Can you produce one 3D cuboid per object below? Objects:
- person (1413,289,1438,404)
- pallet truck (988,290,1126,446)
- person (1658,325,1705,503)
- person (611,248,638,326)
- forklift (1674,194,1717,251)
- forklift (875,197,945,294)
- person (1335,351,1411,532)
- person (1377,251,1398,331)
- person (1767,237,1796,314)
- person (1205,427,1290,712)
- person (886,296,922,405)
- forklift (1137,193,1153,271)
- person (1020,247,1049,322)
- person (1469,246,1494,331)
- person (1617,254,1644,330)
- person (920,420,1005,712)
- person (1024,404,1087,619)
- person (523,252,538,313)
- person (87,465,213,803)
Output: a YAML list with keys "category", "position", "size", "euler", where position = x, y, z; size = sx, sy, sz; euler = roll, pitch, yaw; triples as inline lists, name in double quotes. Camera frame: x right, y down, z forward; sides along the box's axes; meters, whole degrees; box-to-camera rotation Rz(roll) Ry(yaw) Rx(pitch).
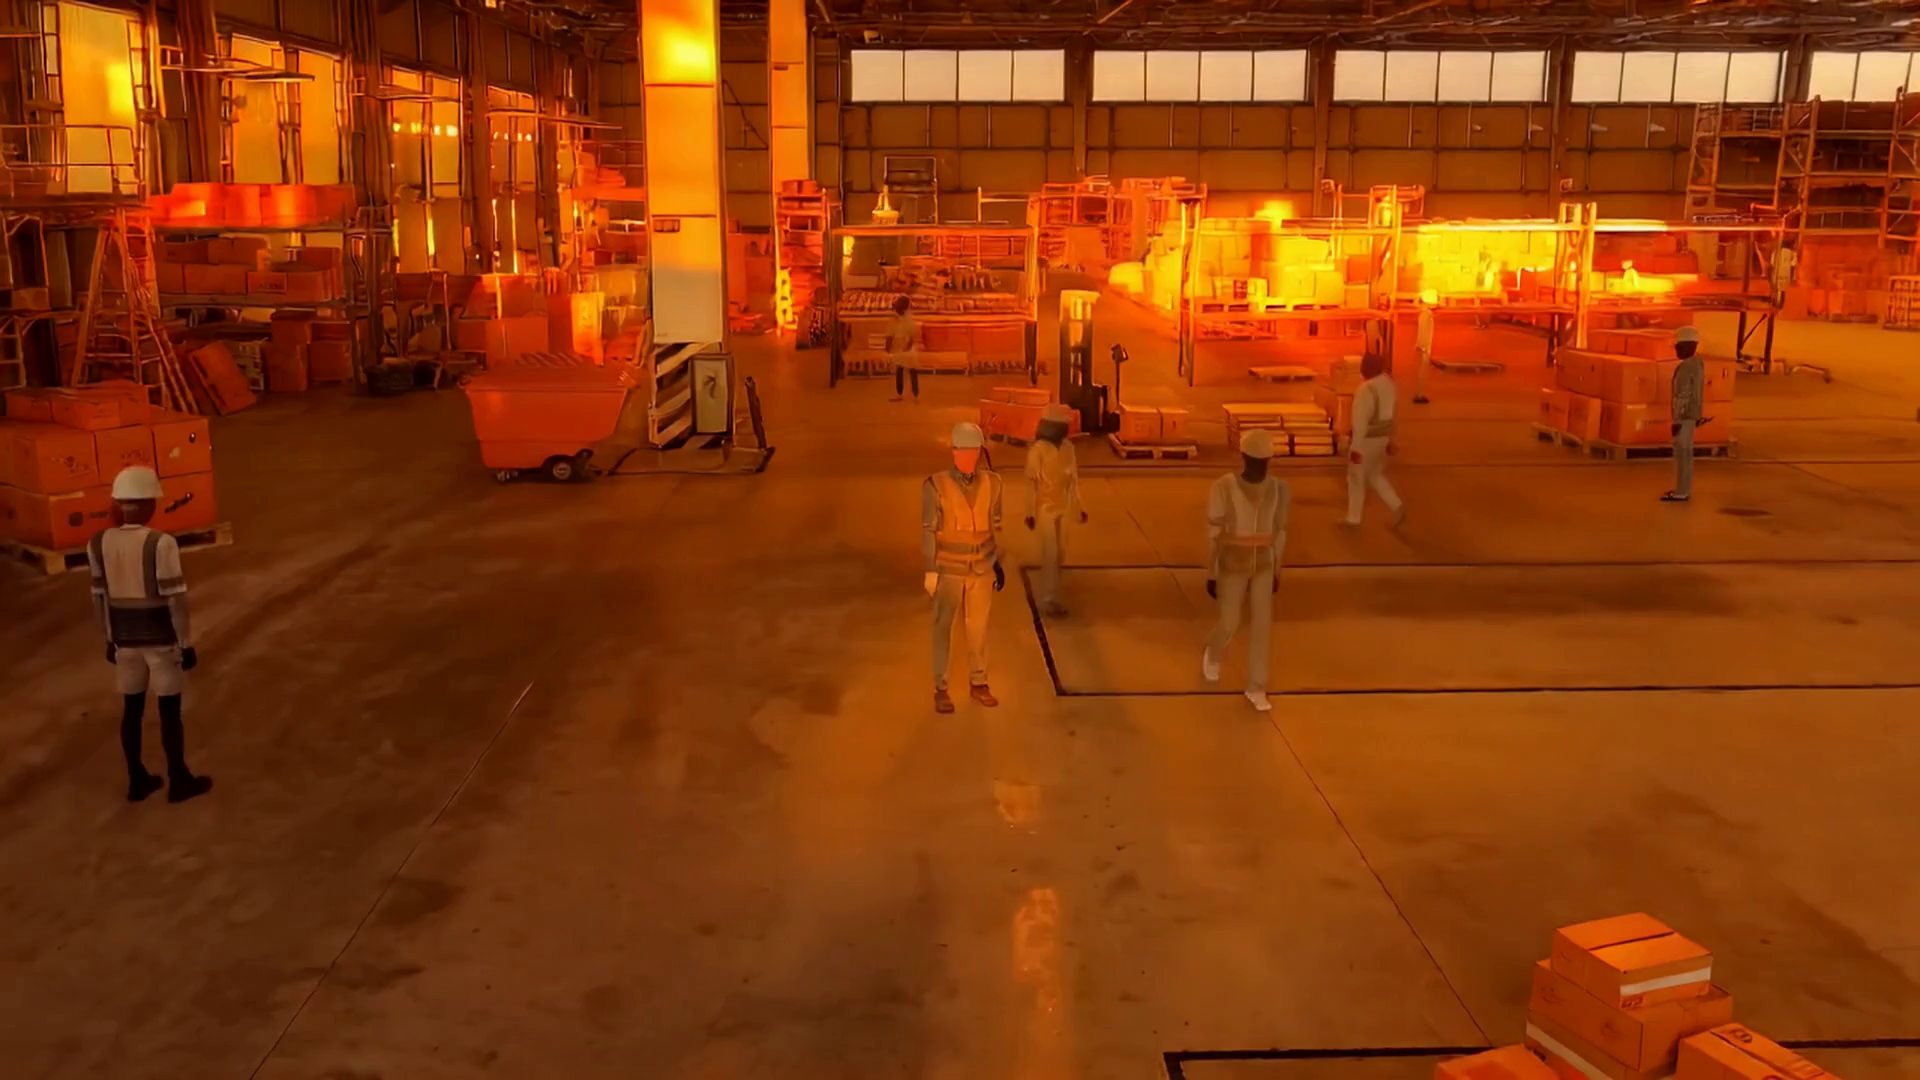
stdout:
- category: "person"
  position: [7.211, -2.998, 25.786]
  size: [0.309, 1.772, 0.525]
  euler: [5, 13, 20]
- category: "pallet truck"
  position: [1.257, -2.299, 22.111]
  size: [1.885, 1.965, 0.823]
  euler: [-9, 15, -35]
- category: "person"
  position: [7.842, -1.363, 18.043]
  size: [0.386, 1.928, 0.589]
  euler: [8, 15, 33]
- category: "person"
  position: [-7.243, -5.337, 35.989]
  size: [0.577, 1.923, 0.400]
  euler: [-8, 15, -32]
- category: "forklift"
  position: [24.248, -9.960, 54.691]
  size: [1.129, 2.768, 1.873]
  euler: [-3, 13, -15]
- category: "forklift"
  position: [-1.451, -8.633, 48.698]
  size: [1.873, 2.768, 1.129]
  euler: [2, 13, 11]
- category: "person"
  position: [4.098, -0.950, 16.433]
  size: [0.628, 1.822, 0.666]
  euler: [-11, 17, -42]
- category: "person"
  position: [9.557, -5.596, 37.359]
  size: [0.502, 1.833, 0.412]
  euler: [4, 13, 16]
- category: "person"
  position: [20.611, -6.631, 41.761]
  size: [0.626, 1.955, 0.529]
  euler: [6, 14, 24]
- category: "person"
  position: [1.920, 0.154, 11.256]
  size: [0.596, 1.904, 0.766]
  euler: [-2, 13, -9]
- category: "person"
  position: [-0.884, -2.936, 25.741]
  size: [0.348, 1.672, 0.791]
  euler: [-10, 16, -38]
- category: "forklift"
  position: [6.283, -10.460, 56.949]
  size: [1.873, 2.768, 1.129]
  euler: [0, 12, -2]
- category: "person"
  position: [1.696, -5.745, 37.869]
  size: [0.655, 1.904, 0.831]
  euler: [0, 12, 2]
- category: "person"
  position: [11.804, -5.668, 37.503]
  size: [0.392, 1.919, 0.592]
  euler: [-2, 13, -10]
- category: "person"
  position: [13.875, -4.943, 34.297]
  size: [0.957, 1.895, 0.576]
  euler: [9, 15, 35]
- category: "person"
  position: [0.023, 0.167, 11.084]
  size: [0.605, 1.951, 0.380]
  euler: [-6, 14, -24]
- category: "person"
  position: [0.821, -0.224, 13.380]
  size: [0.511, 1.712, 0.576]
  euler: [-10, 16, -38]
- category: "person"
  position: [-10.477, -6.209, 40.608]
  size: [0.311, 1.632, 0.518]
  euler: [-12, 17, -42]
- category: "person"
  position: [-4.605, 0.535, 9.452]
  size: [0.552, 1.935, 0.374]
  euler: [2, 13, 8]
